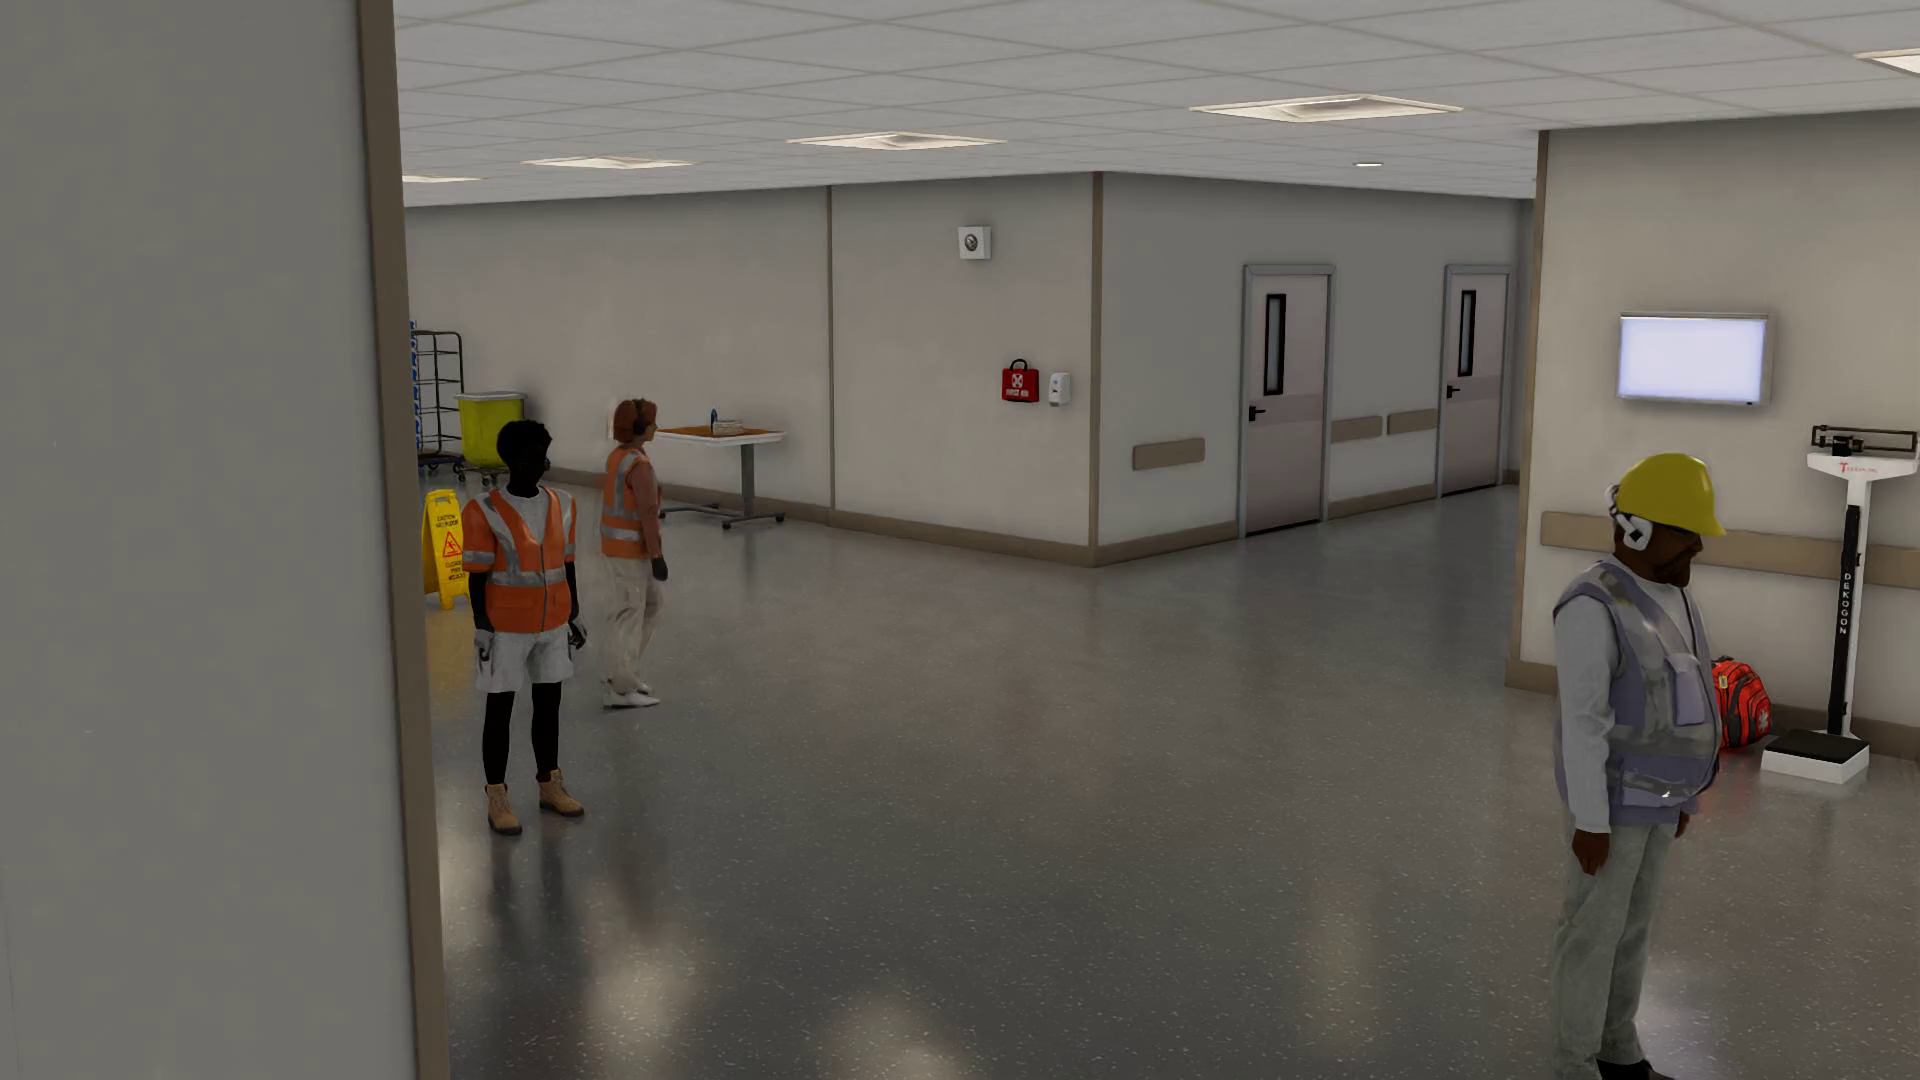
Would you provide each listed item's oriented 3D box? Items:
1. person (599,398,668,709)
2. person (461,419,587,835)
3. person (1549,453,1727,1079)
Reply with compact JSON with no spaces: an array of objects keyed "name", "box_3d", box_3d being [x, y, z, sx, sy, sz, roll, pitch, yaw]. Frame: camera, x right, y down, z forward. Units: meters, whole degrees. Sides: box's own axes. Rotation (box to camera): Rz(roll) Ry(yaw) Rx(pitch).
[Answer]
[{"name":"person","box_3d":[-1.700,0.075,8.709,0.398,1.629,0.518,-3,10,-20]},{"name":"person","box_3d":[-1.785,0.345,6.857,0.319,1.694,0.533,9,13,43]},{"name":"person","box_3d":[1.802,0.674,4.442,0.403,1.825,0.589,9,13,43]}]
